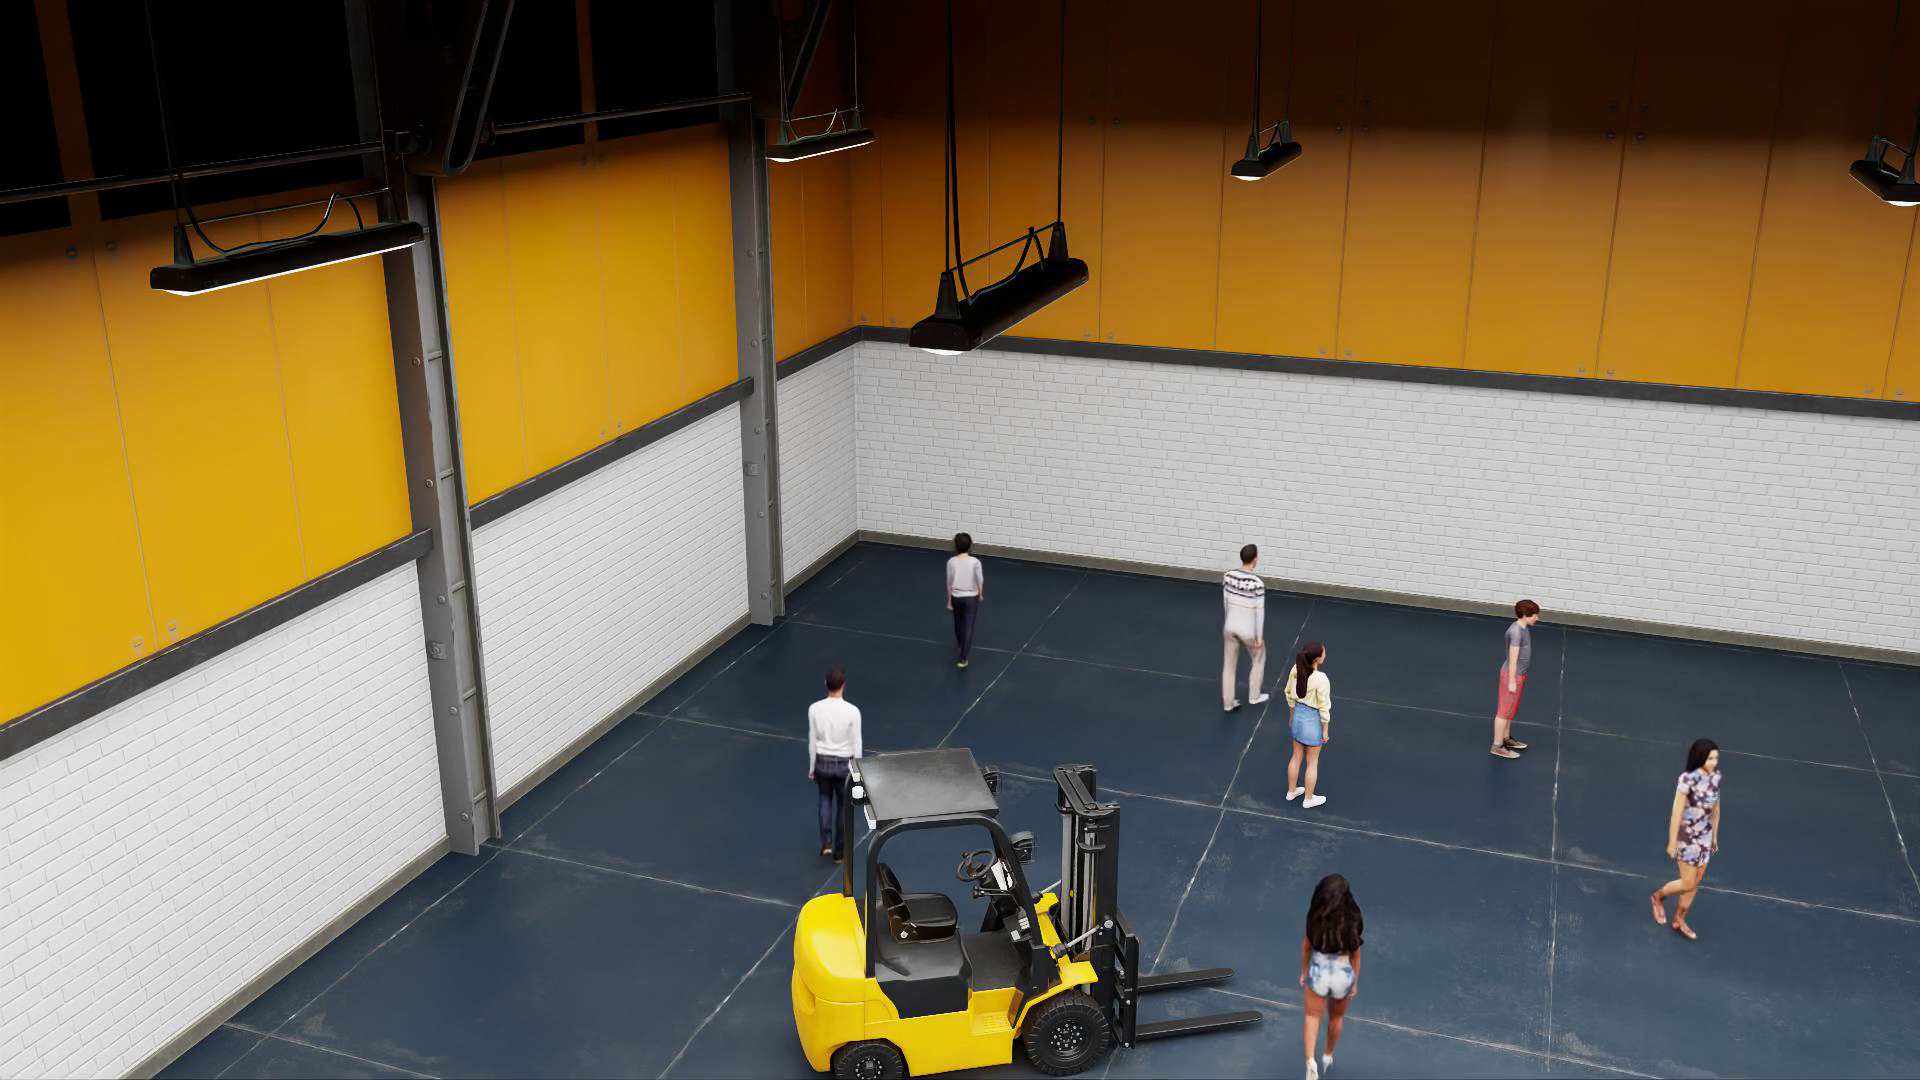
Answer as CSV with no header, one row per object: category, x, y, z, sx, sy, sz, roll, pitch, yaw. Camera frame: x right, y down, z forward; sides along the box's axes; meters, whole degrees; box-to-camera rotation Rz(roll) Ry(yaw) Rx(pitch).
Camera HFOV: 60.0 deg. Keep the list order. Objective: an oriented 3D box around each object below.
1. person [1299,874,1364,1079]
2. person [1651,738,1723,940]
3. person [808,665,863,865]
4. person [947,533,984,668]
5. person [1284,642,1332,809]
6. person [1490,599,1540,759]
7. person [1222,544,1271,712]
person,2.572,3.129,11.608,0.617,1.605,0.905,5,19,14
person,5.928,2.399,13.587,0.766,1.726,0.826,-8,20,-23
person,-1.117,2.015,14.534,0.678,1.849,0.732,3,19,10
person,0.033,0.709,18.932,0.628,1.518,1.050,4,19,12
person,3.287,1.727,15.731,0.728,1.631,0.724,-14,23,-35
person,5.572,1.368,16.768,0.668,1.649,0.523,10,21,28
person,2.954,0.968,17.654,0.873,1.841,0.952,15,24,38
